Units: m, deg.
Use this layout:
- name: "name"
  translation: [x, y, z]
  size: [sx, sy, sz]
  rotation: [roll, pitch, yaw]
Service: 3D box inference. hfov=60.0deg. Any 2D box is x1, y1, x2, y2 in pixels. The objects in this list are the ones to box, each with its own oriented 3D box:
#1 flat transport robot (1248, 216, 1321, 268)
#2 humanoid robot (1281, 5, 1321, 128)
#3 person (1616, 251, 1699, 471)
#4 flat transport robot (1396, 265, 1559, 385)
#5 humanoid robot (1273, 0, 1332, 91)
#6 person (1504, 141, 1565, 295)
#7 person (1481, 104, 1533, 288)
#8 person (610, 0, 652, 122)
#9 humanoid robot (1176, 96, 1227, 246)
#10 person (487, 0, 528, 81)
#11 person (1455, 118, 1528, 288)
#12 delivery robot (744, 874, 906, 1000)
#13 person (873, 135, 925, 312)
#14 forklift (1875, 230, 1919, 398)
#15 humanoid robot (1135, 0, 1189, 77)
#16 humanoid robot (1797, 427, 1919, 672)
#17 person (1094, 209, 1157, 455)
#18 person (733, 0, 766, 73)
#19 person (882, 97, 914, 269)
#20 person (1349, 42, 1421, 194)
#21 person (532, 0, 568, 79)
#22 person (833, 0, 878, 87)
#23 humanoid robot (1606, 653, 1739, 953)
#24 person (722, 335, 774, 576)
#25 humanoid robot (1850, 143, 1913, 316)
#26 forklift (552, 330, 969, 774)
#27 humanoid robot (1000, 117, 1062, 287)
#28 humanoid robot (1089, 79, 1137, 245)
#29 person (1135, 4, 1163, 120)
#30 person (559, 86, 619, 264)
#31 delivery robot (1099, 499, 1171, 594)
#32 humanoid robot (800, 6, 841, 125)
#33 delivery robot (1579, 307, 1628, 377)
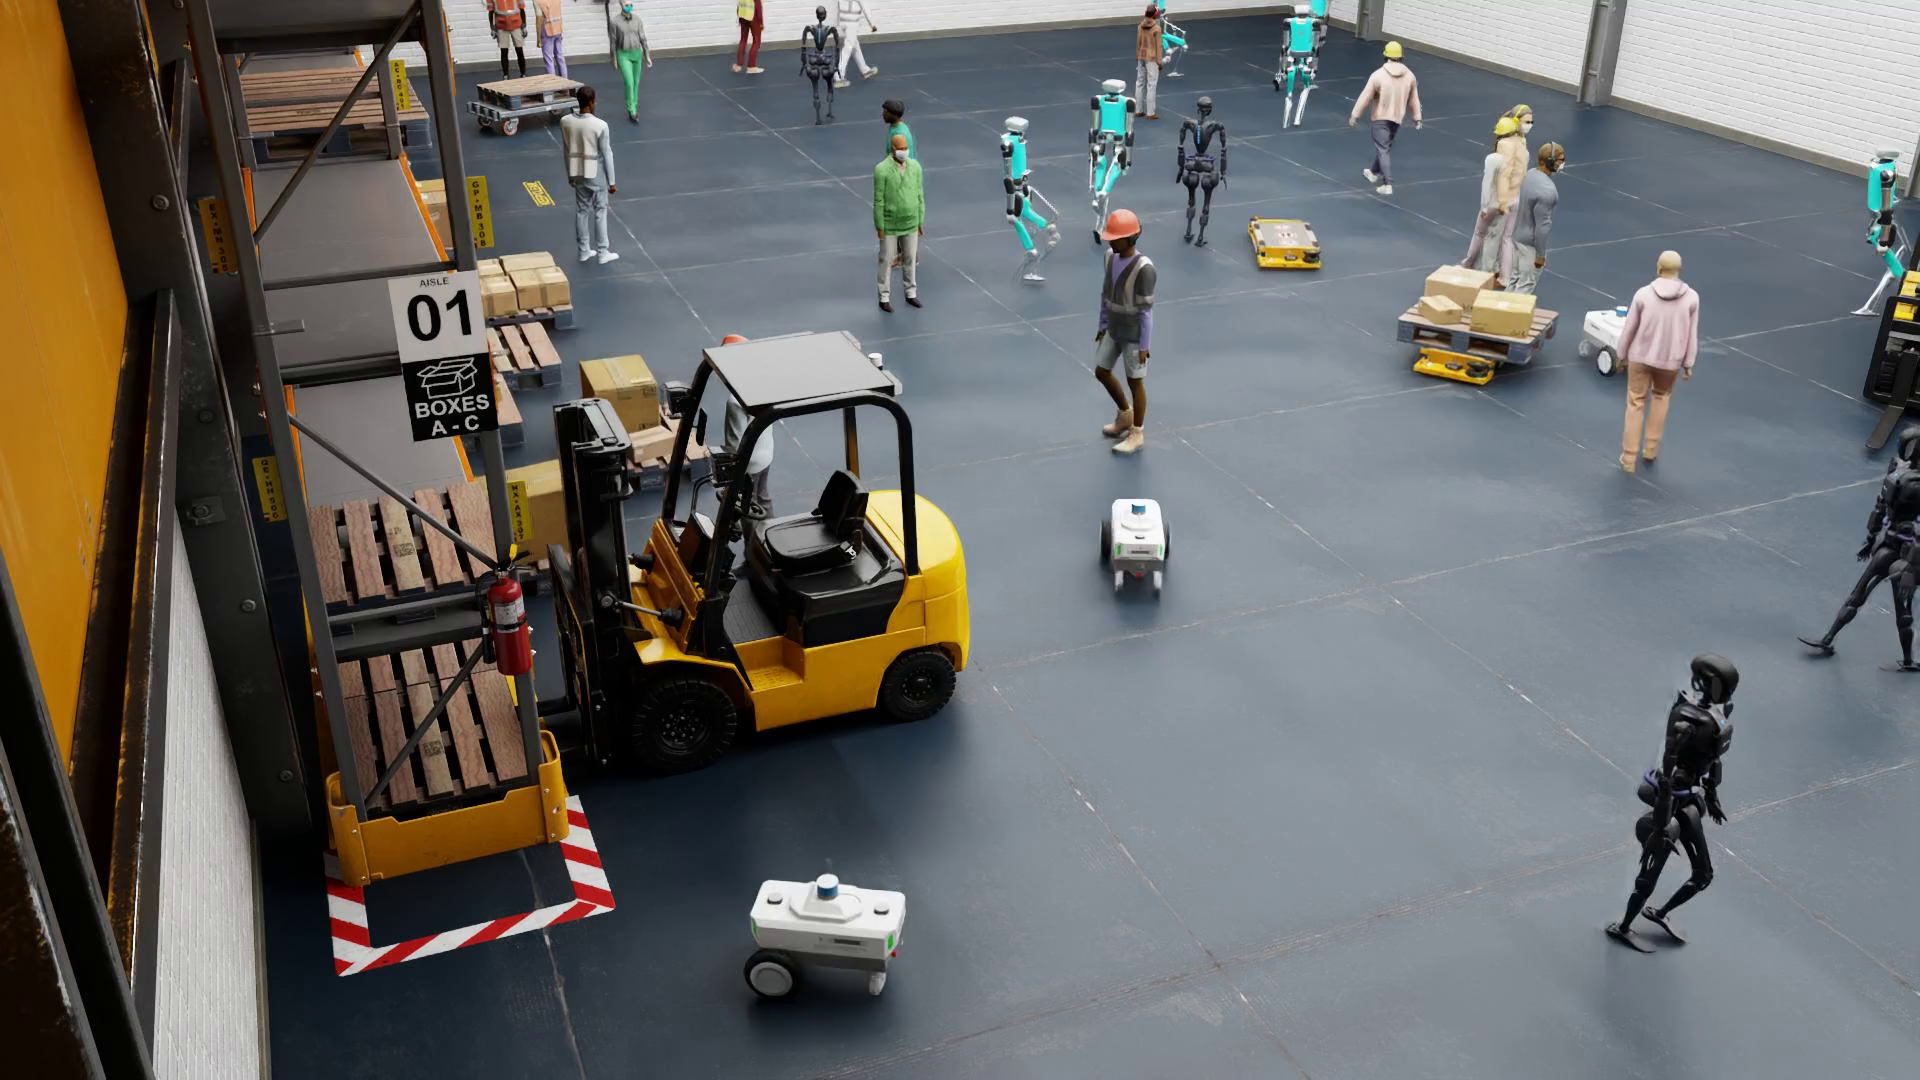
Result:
- name: "flat transport robot"
  translation: [3.621, -3.330, 18.612]
  size: [0.659, 0.231, 1.431]
  rotation: [2, 27, 3]
- name: "humanoid robot"
  translation: [4.875, -6.739, 23.867]
  size: [0.541, 1.884, 0.729]
  rotation: [7, 28, 14]
- name: "person"
  translation: [5.492, -1.436, 13.174]
  size: [0.577, 1.760, 0.607]
  rotation: [6, 27, 13]
- name: "flat transport robot"
  translation: [4.813, -1.796, 15.560]
  size: [0.659, 0.231, 1.431]
  rotation: [16, 31, 29]
- name: "humanoid robot"
  translation: [5.342, -7.937, 26.161]
  size: [0.971, 1.765, 0.552]
  rotation: [-12, 29, -23]
- name: "person"
  translation: [5.403, -2.799, 15.716]
  size: [0.369, 1.932, 0.621]
  rotation: [0, 27, 0]
- name: "person"
  translation: [5.685, -3.598, 17.360]
  size: [0.402, 1.876, 0.553]
  rotation: [15, 30, 27]
- name: "person"
  translation: [-4.791, -7.055, 24.297]
  size: [0.526, 1.813, 0.754]
  rotation: [-18, 32, -31]
- name: "humanoid robot"
  translation: [2.727, -4.150, 18.667]
  size: [0.611, 1.647, 0.384]
  rotation: [11, 29, 21]
- name: "person"
  translation: [-7.141, -8.132, 26.291]
  size: [0.596, 1.958, 0.369]
  rotation: [-6, 27, -11]
- name: "person"
  translation: [5.616, -3.545, 17.407]
  size: [0.540, 1.734, 0.714]
  rotation: [-7, 28, -14]
- name: "delivery robot"
  translation: [-0.657, 1.869, 7.973]
  size: [0.785, 0.614, 0.525]
  rotation: [4, 27, 8]
- name: "person"
  translation: [-0.612, -3.167, 16.617]
  size: [0.539, 1.776, 0.388]
  rotation: [-12, 29, -23]
- name: "forklift"
  translation: [9.029, -2.397, 14.618]
  size: [1.214, 2.155, 2.313]
  rotation: [18, 32, 32]
- name: "humanoid robot"
  translation: [3.361, -8.255, 26.777]
  size: [1.030, 1.735, 0.559]
  rotation: [6, 27, 13]
- name: "humanoid robot"
  translation: [5.775, 0.076, 10.309]
  size: [0.755, 1.626, 0.603]
  rotation: [1, 27, 2]
- name: "person"
  translation: [1.326, -1.674, 13.366]
  size: [0.513, 2.031, 0.628]
  rotation: [-15, 31, -28]
- name: "person"
  translation: [-3.531, -8.605, 27.468]
  size: [0.710, 1.737, 0.374]
  rotation: [21, 33, 35]
- name: "person"
  translation: [-0.687, -3.824, 17.862]
  size: [0.503, 1.833, 0.504]
  rotation: [-3, 27, -5]
- name: "person"
  translation: [5.333, -5.299, 20.808]
  size: [0.828, 1.807, 1.007]
  rotation: [-6, 27, -12]
- name: "person"
  translation: [-6.350, -7.838, 25.834]
  size: [0.380, 1.837, 0.562]
  rotation: [14, 30, 26]
- name: "person"
  translation: [-1.706, -8.242, 26.649]
  size: [1.012, 1.823, 0.584]
  rotation: [-22, 34, -36]
- name: "humanoid robot"
  translation: [3.418, 1.268, 7.898]
  size: [0.591, 1.645, 0.434]
  rotation: [-22, 34, -37]
- name: "person"
  translation: [-1.480, -0.585, 11.513]
  size: [0.352, 1.740, 0.571]
  rotation: [7, 28, 14]
- name: "humanoid robot"
  translation: [9.215, -2.943, 16.311]
  size: [0.881, 1.855, 0.561]
  rotation: [6, 27, 11]
- name: "forklift"
  translation: [-1.094, 0.010, 9.831]
  size: [2.313, 2.155, 1.214]
  rotation: [-10, 28, -20]
- name: "humanoid robot"
  translation: [0.768, -3.436, 17.232]
  size: [0.742, 1.828, 0.536]
  rotation: [9, 28, 17]
- name: "humanoid robot"
  translation: [1.600, -4.231, 18.795]
  size: [0.535, 1.765, 0.974]
  rotation: [11, 29, 20]
- name: "person"
  translation: [2.761, -7.012, 24.401]
  size: [0.462, 1.648, 0.327]
  rotation: [23, 35, 38]
- name: "person"
  translation: [-4.008, -3.940, 18.005]
  size: [0.597, 1.909, 0.399]
  rotation: [10, 28, 19]
- name: "delivery robot"
  translation: [1.242, -0.009, 11.673]
  size: [0.499, 0.582, 0.764]
  rotation: [1, 27, 2]
- name: "humanoid robot"
  translation: [-2.032, -6.902, 24.157]
  size: [0.608, 1.644, 0.450]
  rotation: [0, 27, 0]
- name: "delivery robot"
  translation: [6.073, -1.846, 15.348]
  size: [0.499, 0.600, 0.801]
  rotation: [-5, 27, -10]
